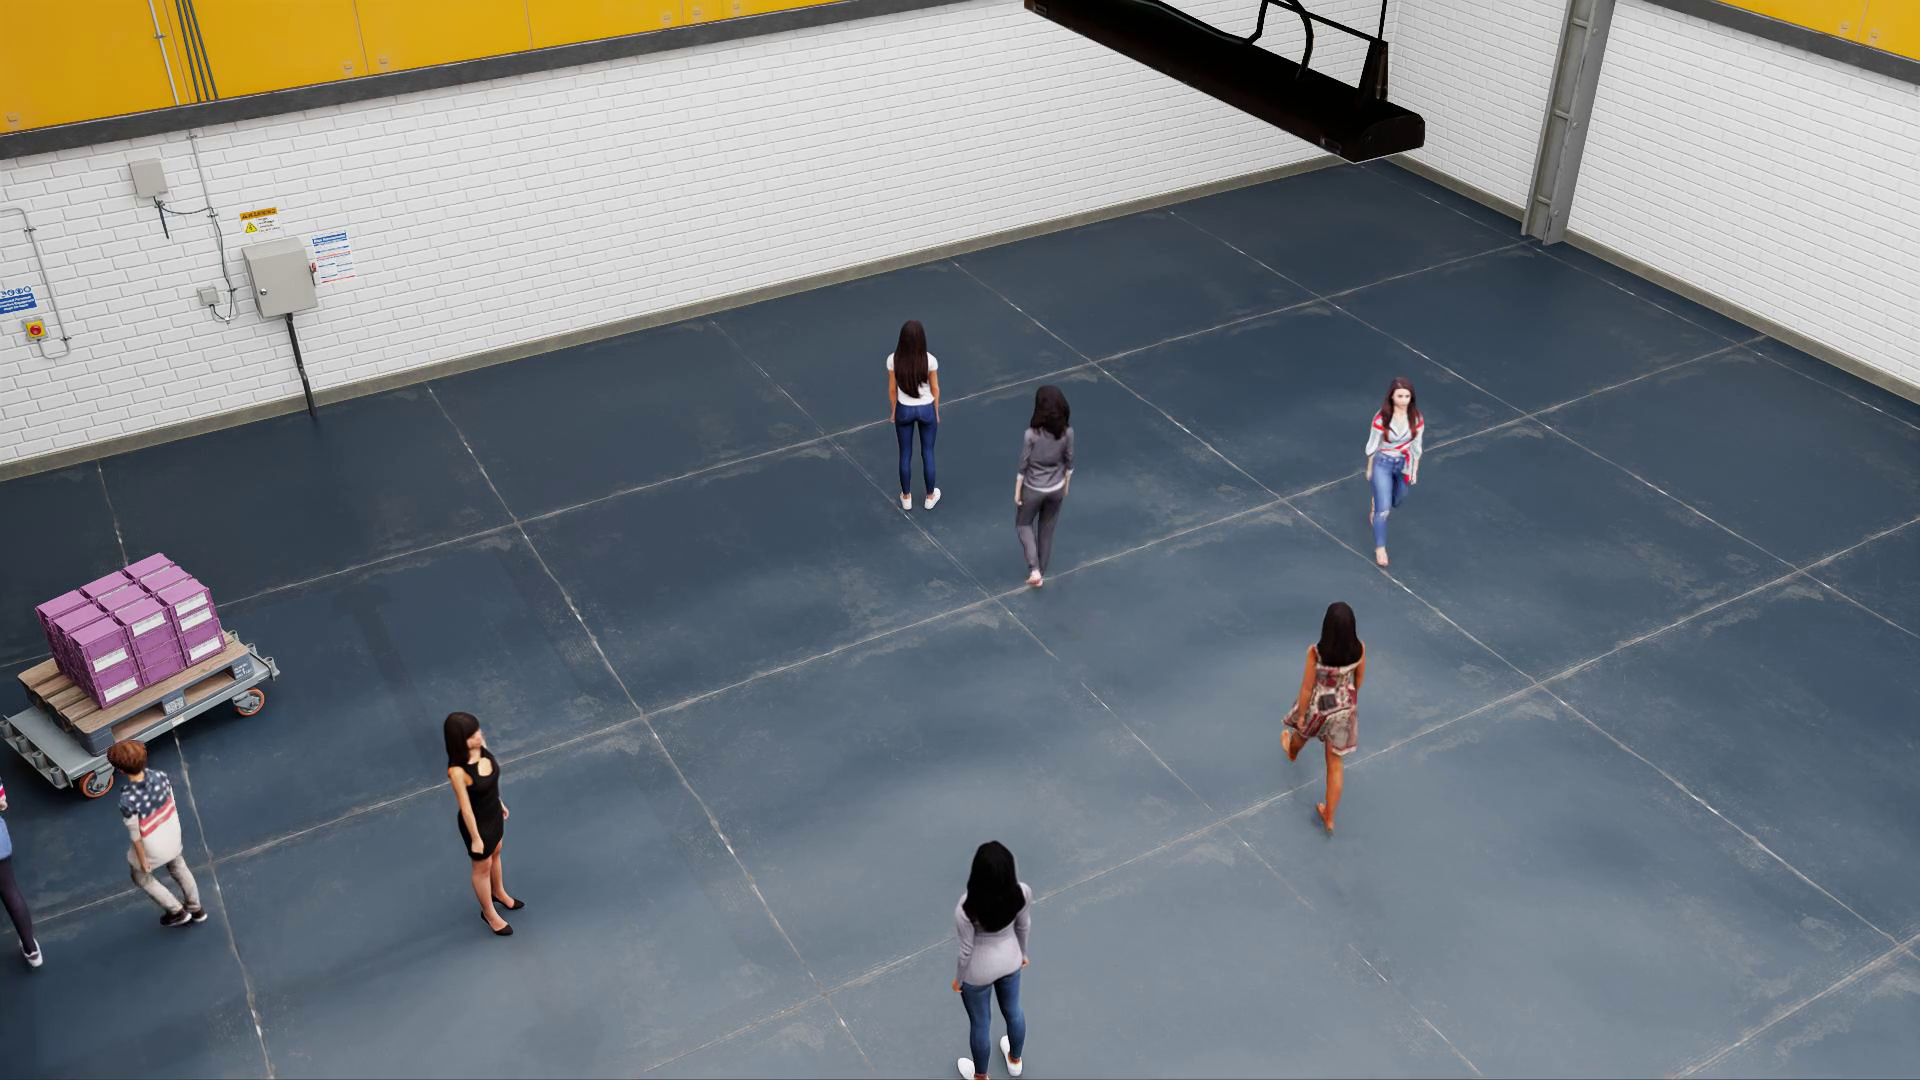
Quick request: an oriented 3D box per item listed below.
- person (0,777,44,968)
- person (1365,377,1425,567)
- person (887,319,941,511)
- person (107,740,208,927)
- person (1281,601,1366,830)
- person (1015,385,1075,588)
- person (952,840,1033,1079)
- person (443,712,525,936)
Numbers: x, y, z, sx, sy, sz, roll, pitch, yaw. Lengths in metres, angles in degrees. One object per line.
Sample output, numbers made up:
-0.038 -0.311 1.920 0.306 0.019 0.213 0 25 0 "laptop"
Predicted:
-5.778 1.798 9.805 0.801 1.757 1.156 -25 41 -33 "person"
3.519 -0.624 13.595 0.888 1.595 1.061 1 34 1 "person"
-0.376 -1.055 14.082 0.668 1.775 0.694 3 34 4 "person"
-4.823 1.814 10.075 0.668 1.431 0.624 12 35 17 "person"
2.434 1.169 10.896 0.926 1.597 1.208 -4 34 -7 "person"
0.683 -0.338 13.033 0.737 1.741 0.774 -8 34 -12 "person"
0.175 2.321 9.038 0.611 1.735 0.519 -16 37 -23 "person"
-2.902 1.694 10.058 0.676 1.650 0.593 5 34 7 "person"
